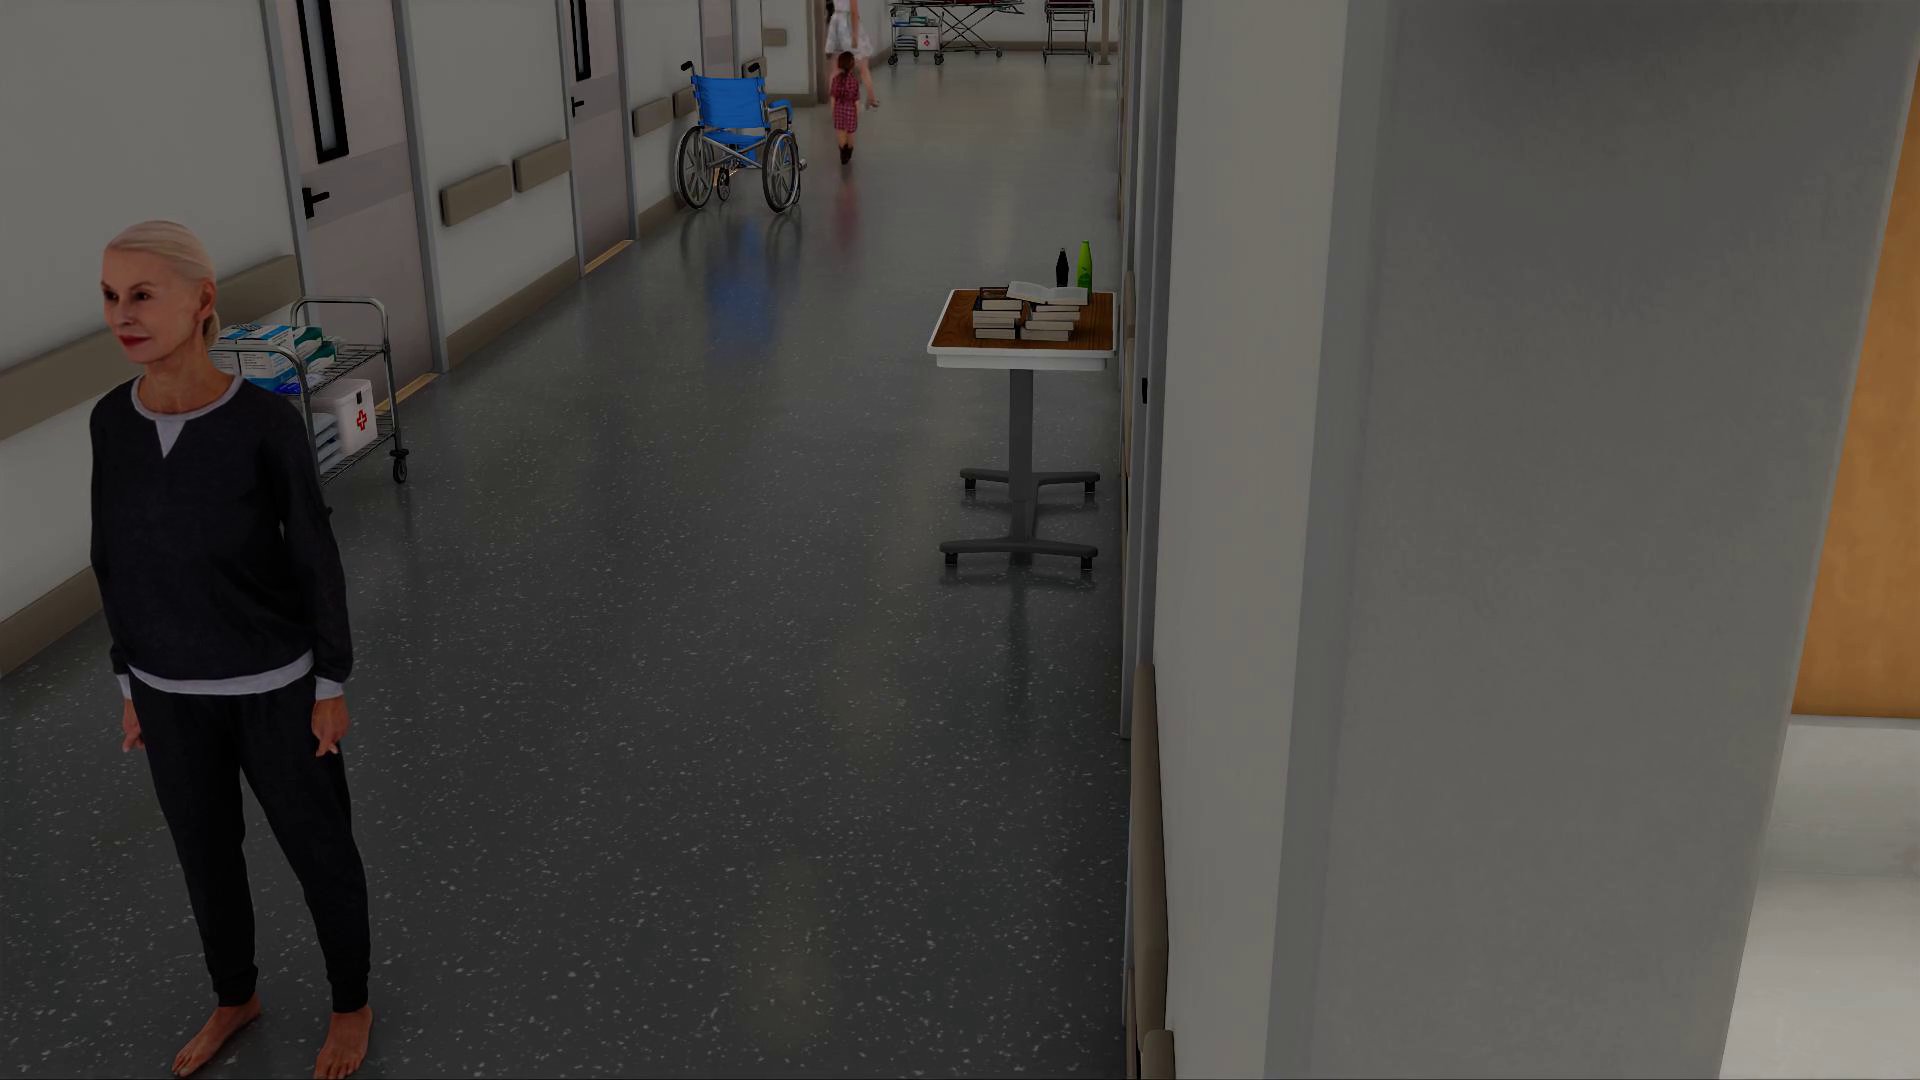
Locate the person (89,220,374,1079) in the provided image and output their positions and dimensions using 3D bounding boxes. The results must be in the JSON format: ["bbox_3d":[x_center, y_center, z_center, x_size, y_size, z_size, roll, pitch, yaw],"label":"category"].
[{"bbox_3d":[-1.401,0.245,3.201,0.606,1.726,0.496,2,21,4],"label":"person"}]

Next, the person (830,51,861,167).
[{"bbox_3d":[-1.071,-3.973,15.342,0.508,1.014,0.763,-2,21,-5],"label":"person"}]

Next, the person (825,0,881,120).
[{"bbox_3d":[-1.338,-5.532,18.448,0.952,1.729,1.229,13,24,30],"label":"person"}]
